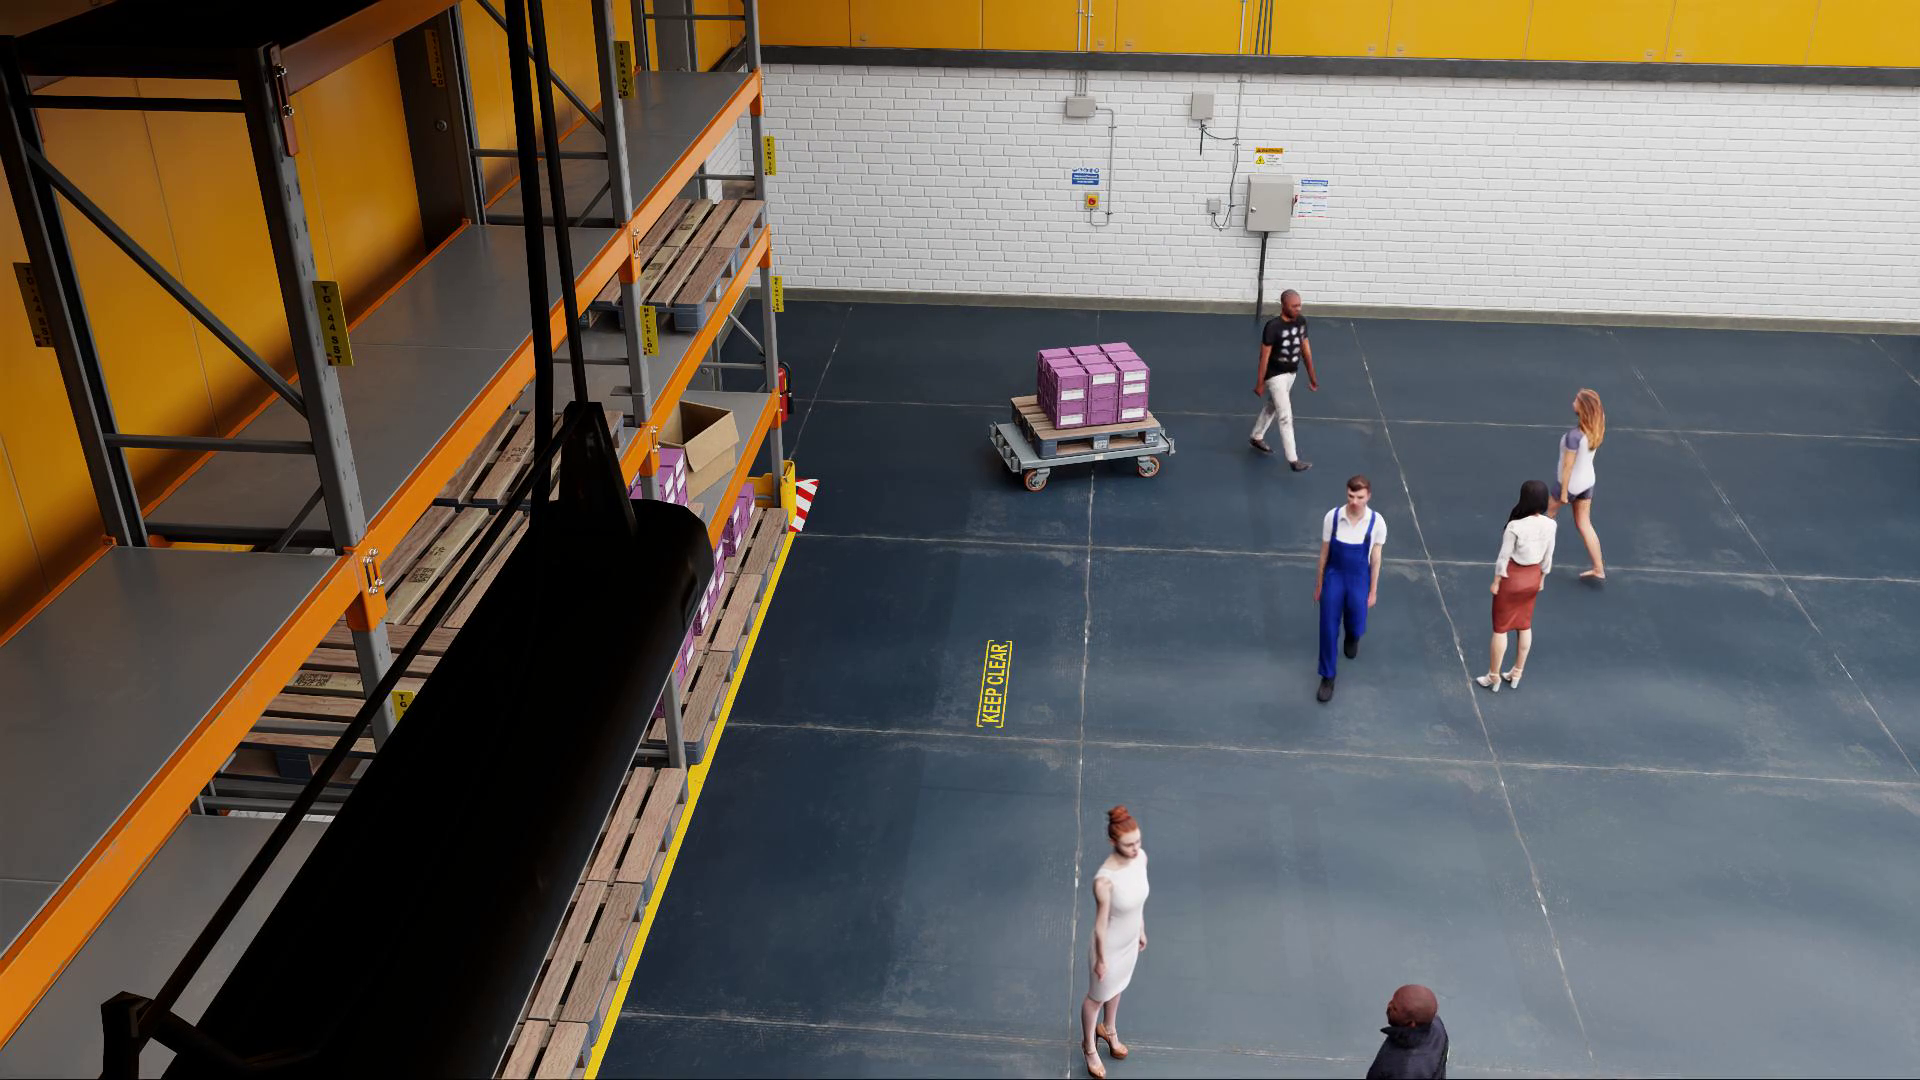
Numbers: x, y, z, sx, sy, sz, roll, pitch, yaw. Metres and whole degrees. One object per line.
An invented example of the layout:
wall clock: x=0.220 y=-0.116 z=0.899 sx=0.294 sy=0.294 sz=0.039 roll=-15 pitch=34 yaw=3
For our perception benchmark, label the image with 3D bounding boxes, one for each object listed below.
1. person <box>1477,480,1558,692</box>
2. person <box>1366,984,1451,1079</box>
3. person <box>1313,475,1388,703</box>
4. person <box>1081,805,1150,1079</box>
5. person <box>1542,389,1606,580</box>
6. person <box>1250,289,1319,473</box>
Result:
person: x=4.213 y=0.352 z=12.560 sx=0.664 sy=1.749 sz=0.641 roll=-9 pitch=30 yaw=-15
person: x=2.198 y=2.849 z=7.941 sx=1.095 sy=1.787 sz=1.153 roll=16 pitch=33 yaw=27
person: x=2.933 y=0.298 z=12.571 sx=0.780 sy=1.831 sz=1.064 roll=10 pitch=30 yaw=17
person: x=0.849 y=2.207 z=9.113 sx=0.699 sy=1.792 sz=0.619 roll=24 pitch=37 yaw=37
person: x=5.276 y=-0.436 z=14.063 sx=0.998 sy=1.691 sz=1.142 roll=-17 pitch=33 yaw=-28
person: x=3.044 y=-1.588 z=16.109 sx=1.159 sy=1.755 sz=1.272 roll=-19 pitch=34 yaw=-31
